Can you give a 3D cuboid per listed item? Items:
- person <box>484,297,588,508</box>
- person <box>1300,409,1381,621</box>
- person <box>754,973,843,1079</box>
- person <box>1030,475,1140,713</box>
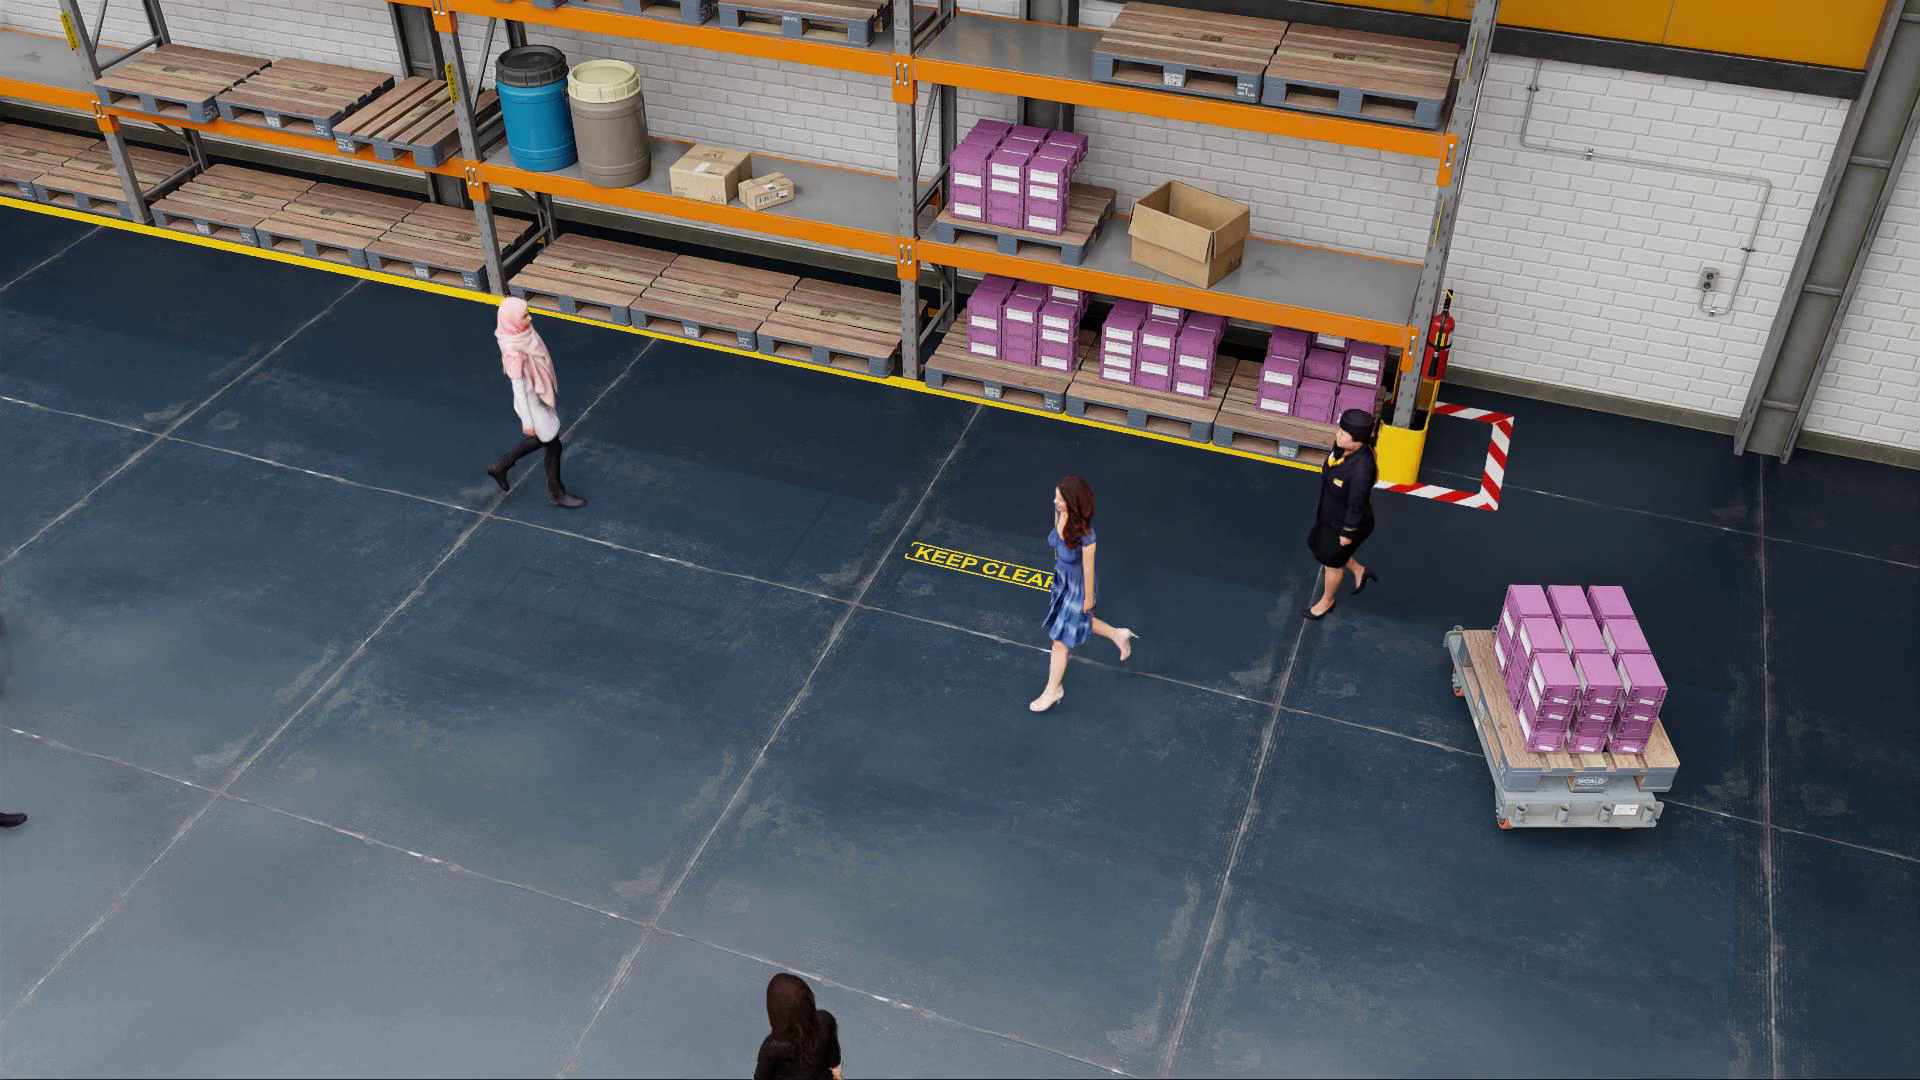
[{"bbox_3d":[-3.167,-0.970,12.035,1.047,1.786,0.855,-2,39,-2],"label":"person"},{"bbox_3d":[2.629,-0.137,11.091,0.927,1.661,0.865,-5,39,-6],"label":"person"},{"bbox_3d":[-0.677,2.629,7.654,0.695,1.627,0.730,-31,48,-33],"label":"person"},{"bbox_3d":[0.782,0.322,10.417,1.129,1.785,1.035,-13,41,-16],"label":"person"}]
